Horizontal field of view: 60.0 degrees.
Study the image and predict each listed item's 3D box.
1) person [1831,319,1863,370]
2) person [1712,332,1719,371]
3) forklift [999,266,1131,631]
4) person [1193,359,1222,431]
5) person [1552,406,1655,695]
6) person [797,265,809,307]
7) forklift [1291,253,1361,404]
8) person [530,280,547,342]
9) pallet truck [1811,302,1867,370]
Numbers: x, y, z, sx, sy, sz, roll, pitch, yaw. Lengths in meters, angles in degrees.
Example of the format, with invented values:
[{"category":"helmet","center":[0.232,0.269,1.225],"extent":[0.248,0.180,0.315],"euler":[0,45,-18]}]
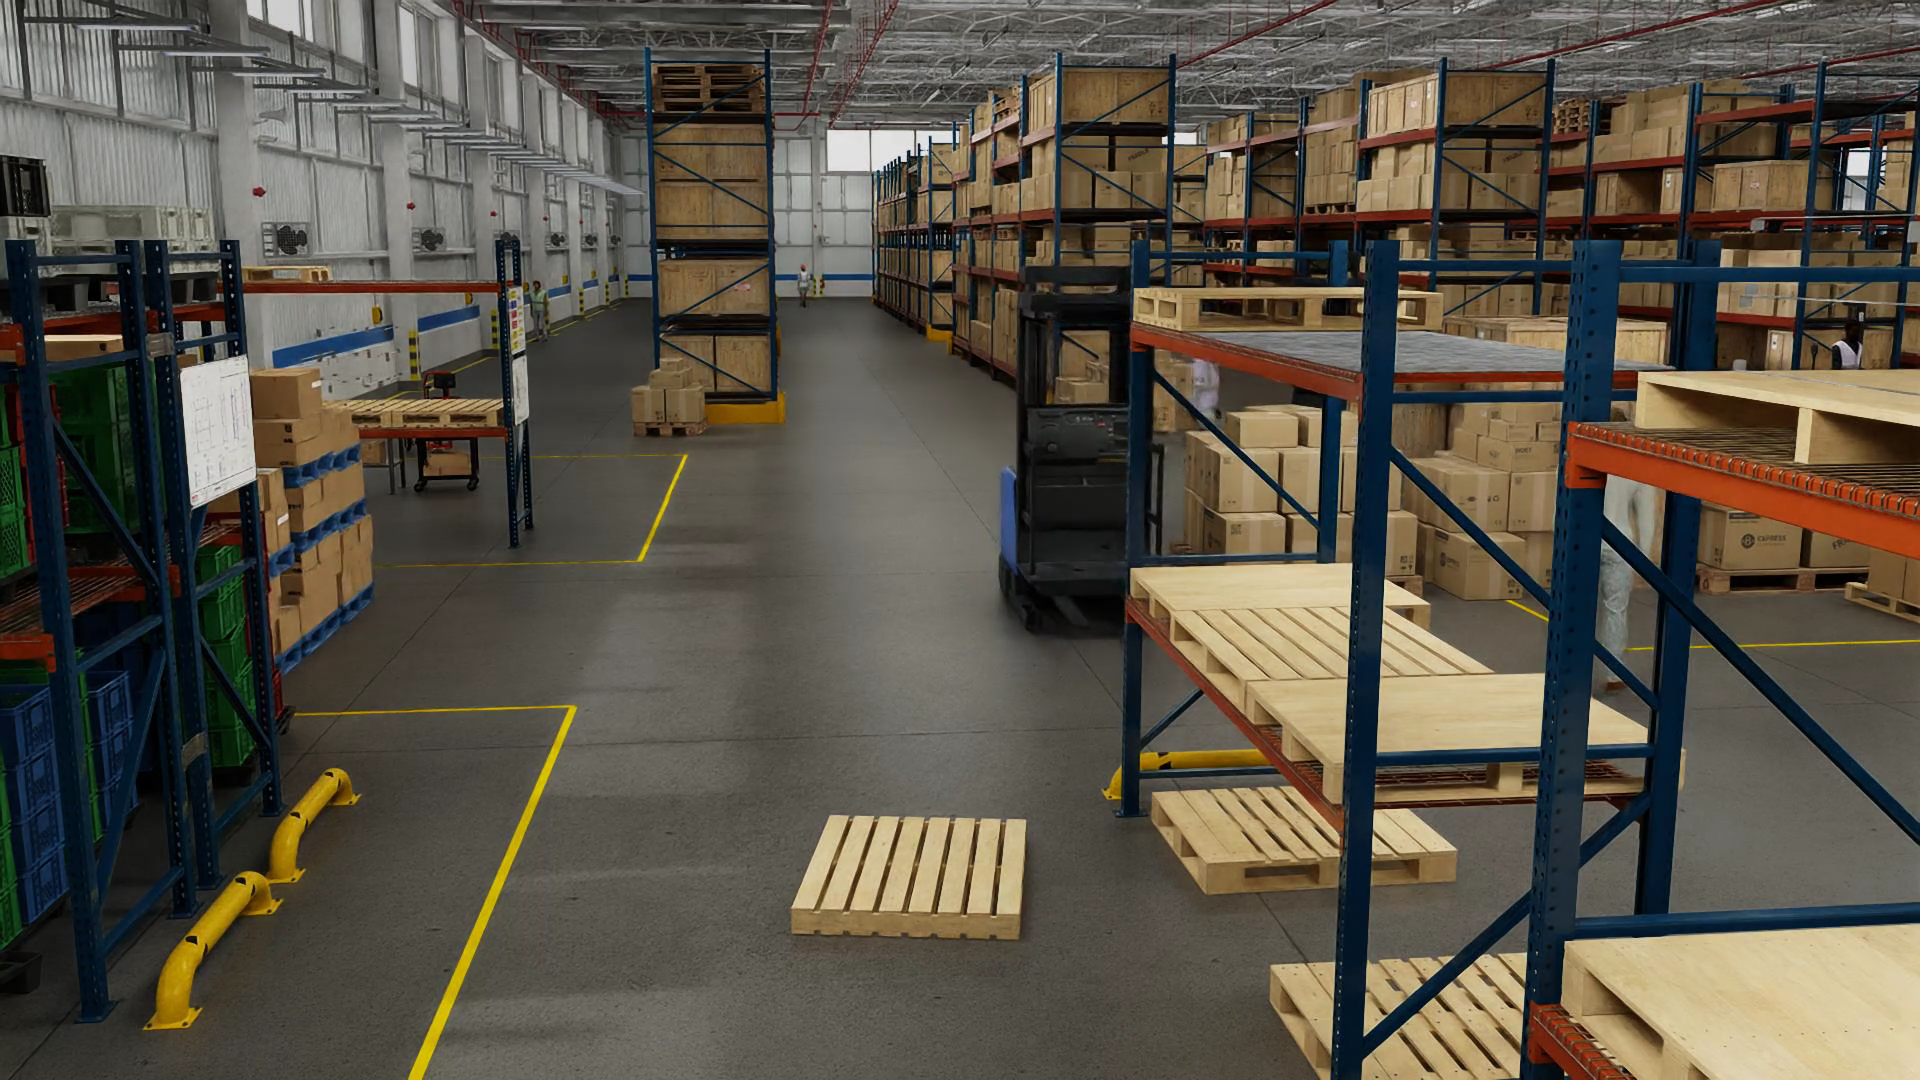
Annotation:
[{"category":"person","center":[12.595,-2.184,23.704],"extent":[0.597,1.915,0.369],"euler":[-6,12,-30]},{"category":"person","center":[11.528,-2.649,26.065],"extent":[0.623,1.992,0.396],"euler":[9,14,42]},{"category":"forklift","center":[0.956,-0.830,13.534],"extent":[1.129,2.768,1.873],"euler":[-1,10,-6]},{"category":"person","center":[3.159,-1.698,20.990],"extent":[0.453,1.921,0.580],"euler":[5,11,26]},{"category":"person","center":[4.298,0.072,11.147],"extent":[0.635,1.936,0.354],"euler":[5,11,26]},{"category":"person","center":[-7.167,-11.587,75.823],"extent":[0.578,1.906,0.869],"euler":[-3,11,-15]},{"category":"forklift","center":[6.081,-3.344,27.462],"extent":[1.129,2.768,1.873],"euler":[2,10,12]},{"category":"person","center":[-12.587,-6.840,49.740],"extent":[0.561,1.836,0.394],"euler":[3,11,17]},{"category":"pallet truck","center":[15.846,-3.142,28.793],"extent":[1.885,1.965,0.823],"euler":[2,10,12]}]
